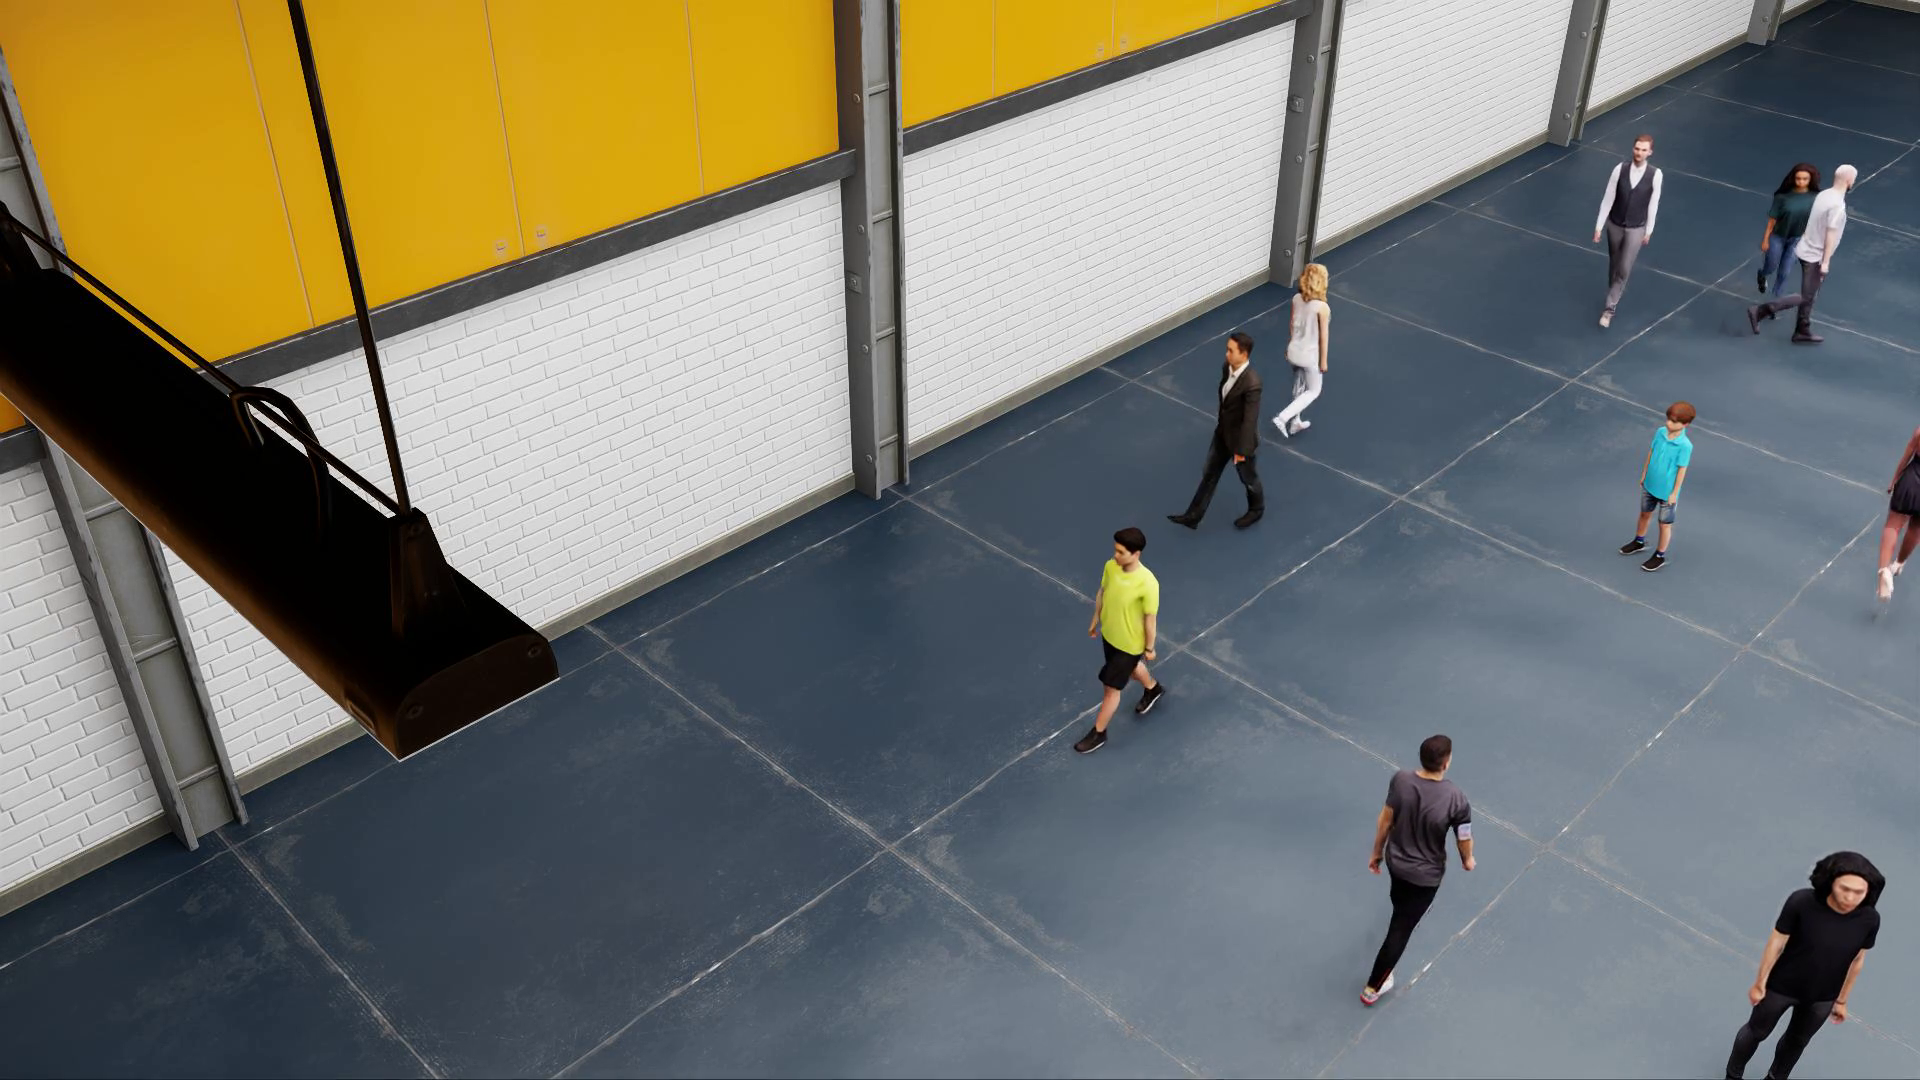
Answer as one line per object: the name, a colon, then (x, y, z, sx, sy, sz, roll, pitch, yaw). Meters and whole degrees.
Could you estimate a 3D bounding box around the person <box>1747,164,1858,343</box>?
person: (8.255, -2.770, 16.260, 1.084, 1.802, 1.106, 10, 35, 15)

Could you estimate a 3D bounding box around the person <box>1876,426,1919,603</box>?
person: (7.242, -0.298, 12.574, 0.756, 1.765, 1.079, 17, 37, 23)

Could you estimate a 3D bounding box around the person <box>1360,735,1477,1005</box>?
person: (2.498, 1.883, 9.335, 0.651, 1.718, 1.109, 29, 43, 36)

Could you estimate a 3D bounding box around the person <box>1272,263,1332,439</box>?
person: (2.993, -1.629, 14.674, 0.831, 1.657, 0.700, -19, 38, -26)

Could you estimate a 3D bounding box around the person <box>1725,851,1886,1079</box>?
person: (4.373, 2.284, 8.625, 0.710, 1.837, 0.708, 8, 34, 12)

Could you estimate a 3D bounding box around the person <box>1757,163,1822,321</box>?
person: (8.364, -3.087, 16.911, 0.885, 1.608, 0.995, 4, 34, 6)

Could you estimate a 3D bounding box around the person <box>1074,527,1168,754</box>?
person: (1.171, 0.609, 11.292, 1.155, 1.674, 0.785, -20, 39, -28)

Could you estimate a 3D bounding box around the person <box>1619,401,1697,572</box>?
person: (5.547, -0.455, 13.097, 0.570, 1.447, 0.572, -14, 36, -21)

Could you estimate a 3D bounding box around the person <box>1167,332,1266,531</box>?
person: (2.315, -0.856, 13.418, 1.208, 1.759, 0.978, -15, 36, -21)

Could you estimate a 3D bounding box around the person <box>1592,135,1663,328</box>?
person: (6.744, -3.177, 16.779, 0.825, 1.905, 1.146, 20, 38, 27)
